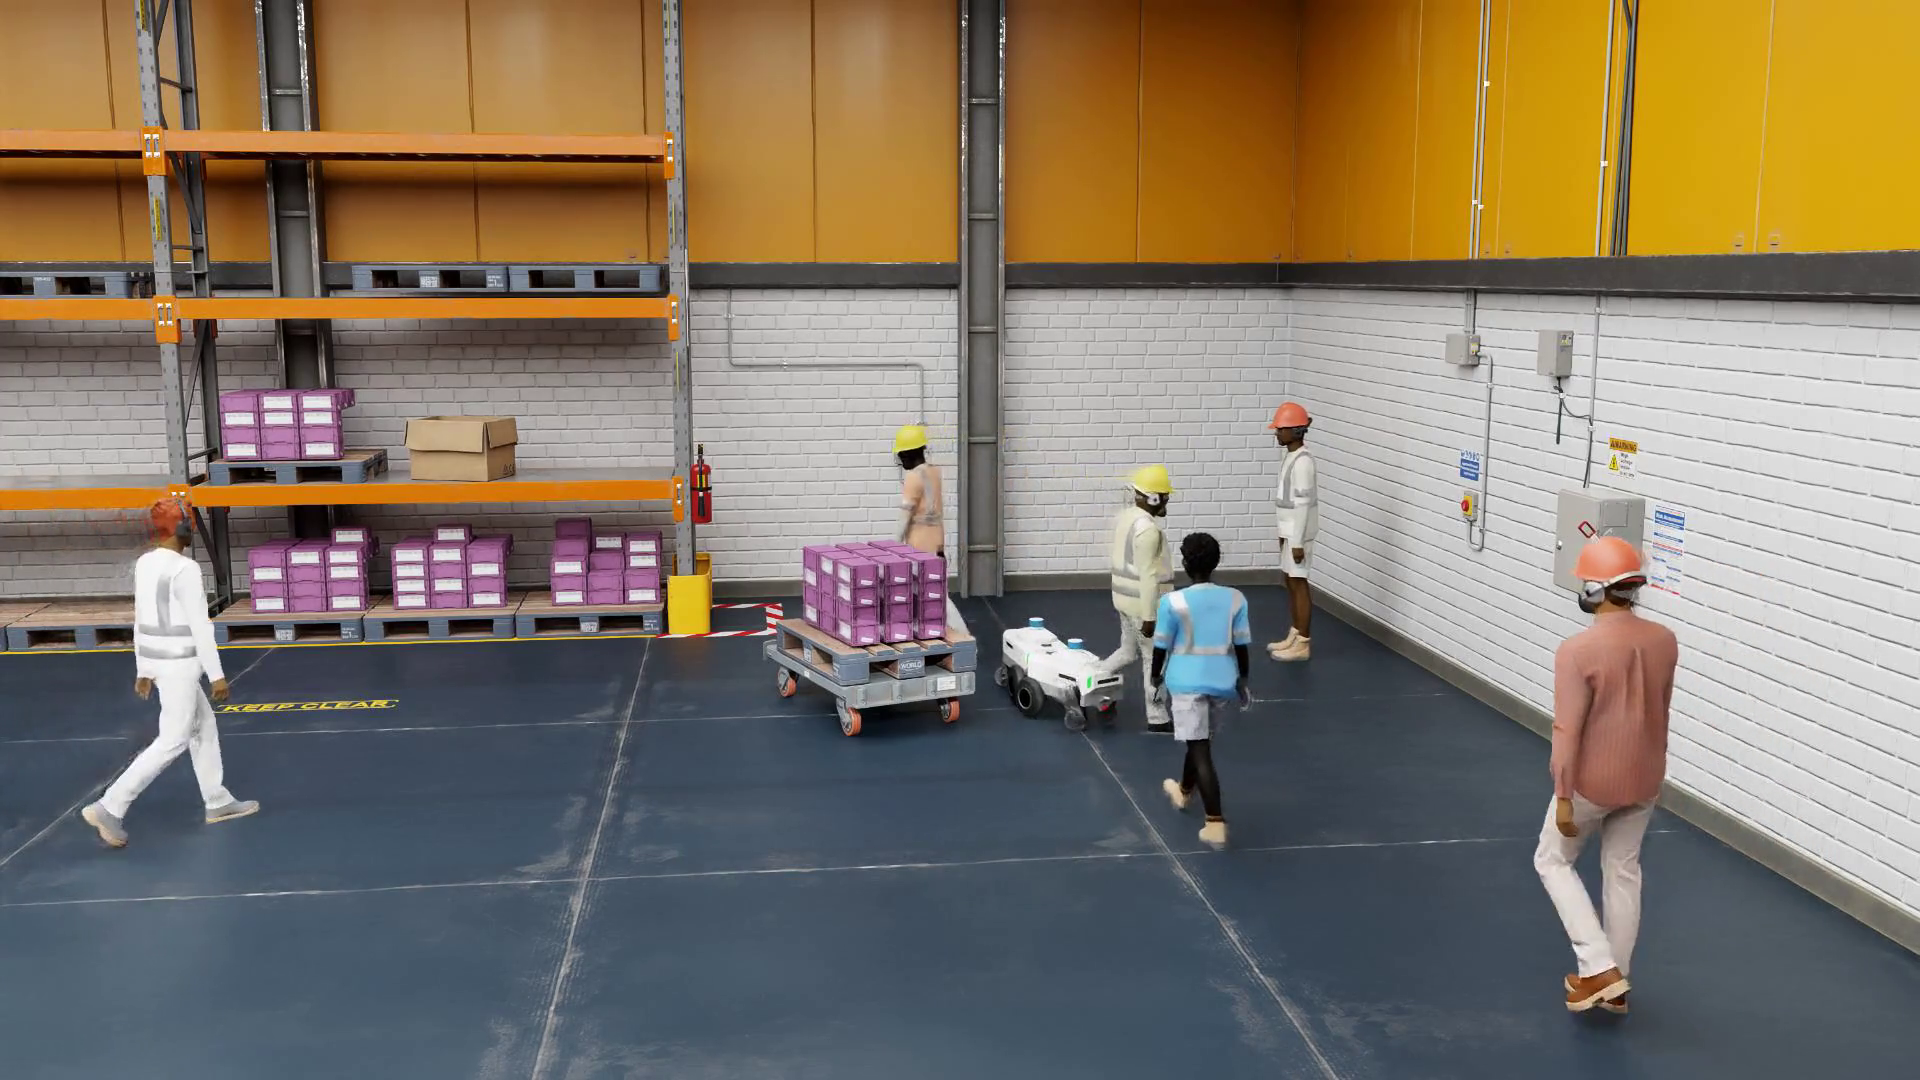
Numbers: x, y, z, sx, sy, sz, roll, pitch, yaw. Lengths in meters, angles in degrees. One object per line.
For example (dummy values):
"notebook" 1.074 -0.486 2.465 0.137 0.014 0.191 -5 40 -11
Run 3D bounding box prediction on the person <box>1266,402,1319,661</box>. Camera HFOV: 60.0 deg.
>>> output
"person" 2.600 -0.061 13.050 0.416 2.035 0.615 1 9 5

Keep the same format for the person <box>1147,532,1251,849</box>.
"person" 1.282 0.787 9.000 0.540 1.626 0.884 -3 10 -21

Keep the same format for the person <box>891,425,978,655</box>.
"person" -0.288 0.025 13.051 0.976 1.868 0.577 2 9 10

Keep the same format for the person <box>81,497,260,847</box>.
"person" -4.273 0.698 8.898 0.602 1.851 0.893 8 12 41

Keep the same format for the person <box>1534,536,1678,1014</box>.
"person" 2.631 0.969 6.772 0.633 1.982 0.439 -3 10 -19

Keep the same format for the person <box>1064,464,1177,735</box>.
"person" 1.107 0.400 10.872 0.741 1.805 0.598 -1 9 -9

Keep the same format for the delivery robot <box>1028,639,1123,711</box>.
"delivery robot" 0.779 0.913 11.254 0.477 0.478 0.707 -6 11 -35

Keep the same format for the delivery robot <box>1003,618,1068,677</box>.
"delivery robot" 0.547 0.802 11.949 0.477 0.478 0.707 -2 9 -13
